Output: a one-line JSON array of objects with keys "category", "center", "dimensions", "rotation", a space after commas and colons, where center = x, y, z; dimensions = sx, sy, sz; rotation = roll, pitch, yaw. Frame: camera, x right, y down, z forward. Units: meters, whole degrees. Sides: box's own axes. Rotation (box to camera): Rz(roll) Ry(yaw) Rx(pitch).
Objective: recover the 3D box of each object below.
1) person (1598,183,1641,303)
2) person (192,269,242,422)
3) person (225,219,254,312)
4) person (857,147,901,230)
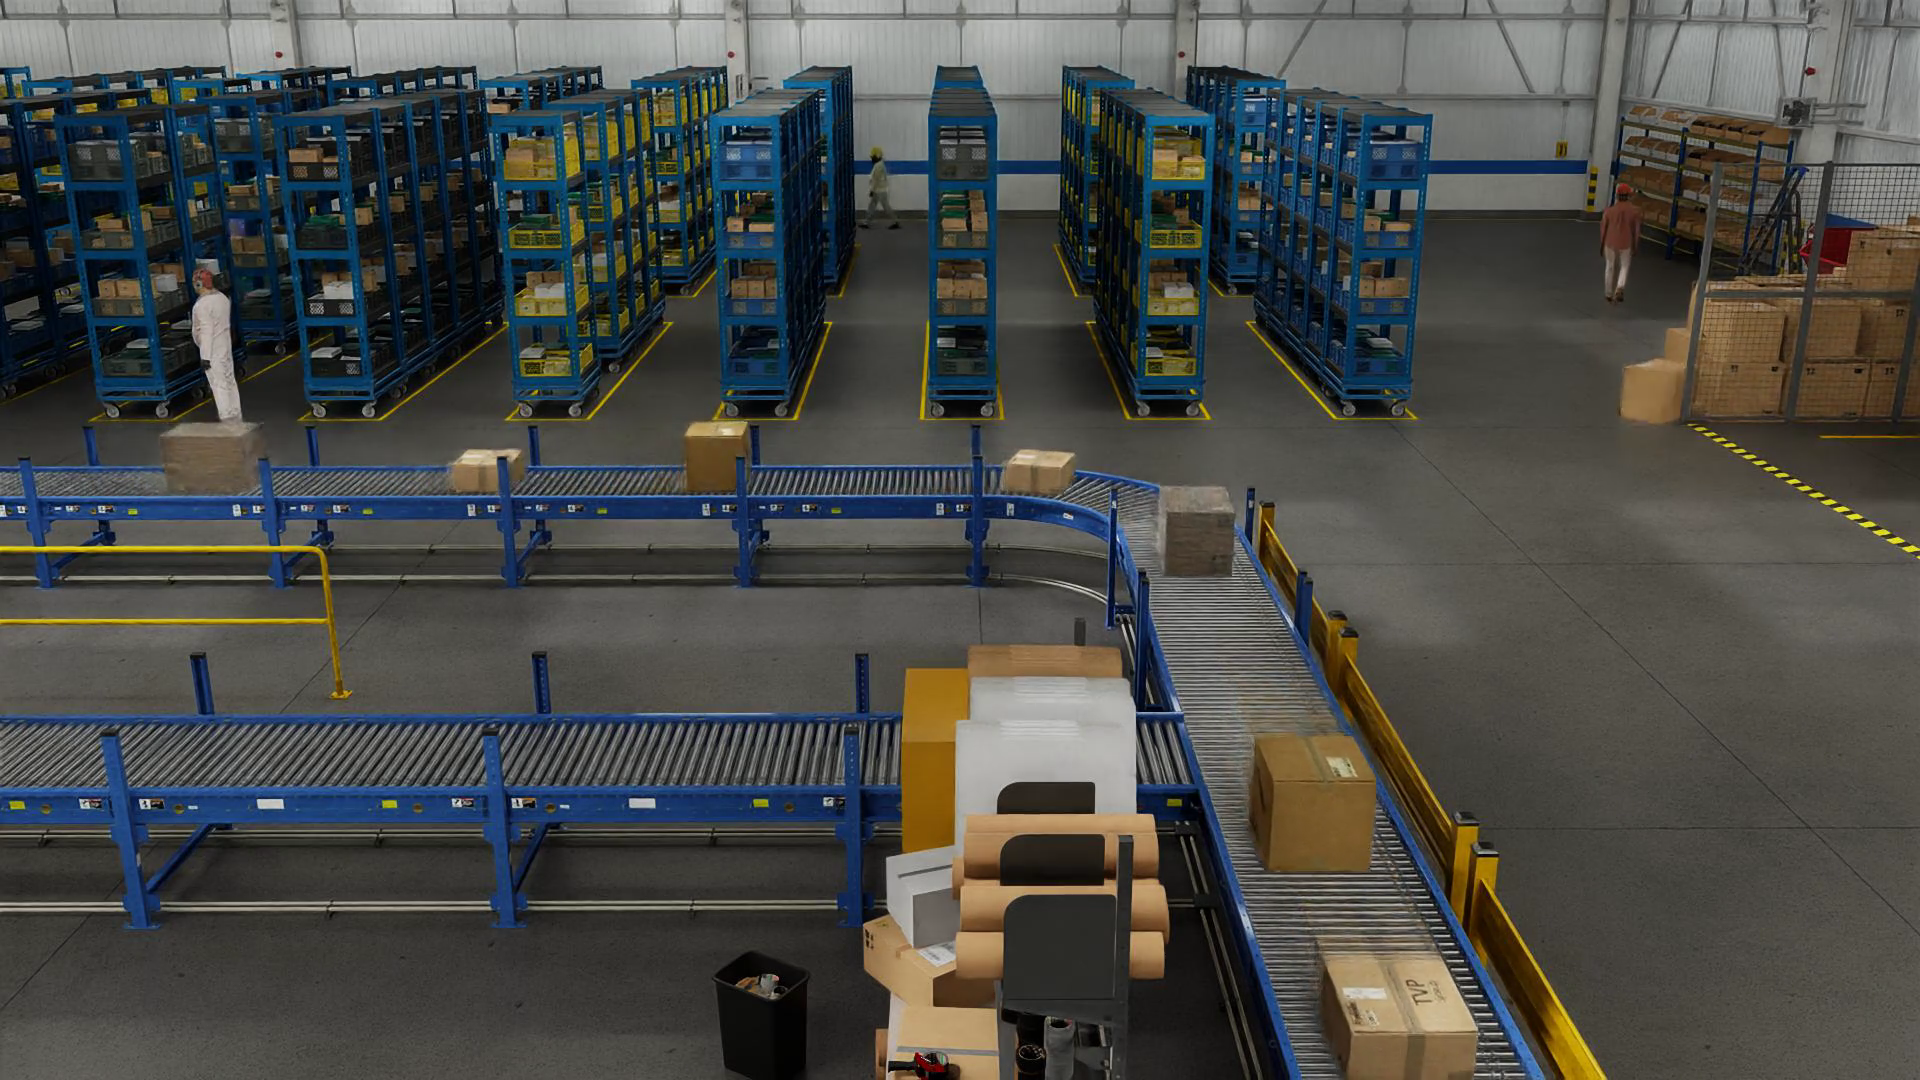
[{"category": "person", "center": [10.918, -4.920, 27.584], "dimensions": [0.639, 1.978, 0.447], "rotation": [7, 19, 22]}, {"category": "person", "center": [-8.671, -2.192, 19.307], "dimensions": [0.401, 1.906, 0.651], "rotation": [0, 18, 0]}, {"category": "person", "center": [-11.562, -4.562, 26.738], "dimensions": [0.583, 1.825, 0.579], "rotation": [-7, 19, -20]}, {"category": "person", "center": [-1.759, -7.689, 36.445], "dimensions": [0.949, 1.791, 0.603], "rotation": [-3, 18, -9]}]
